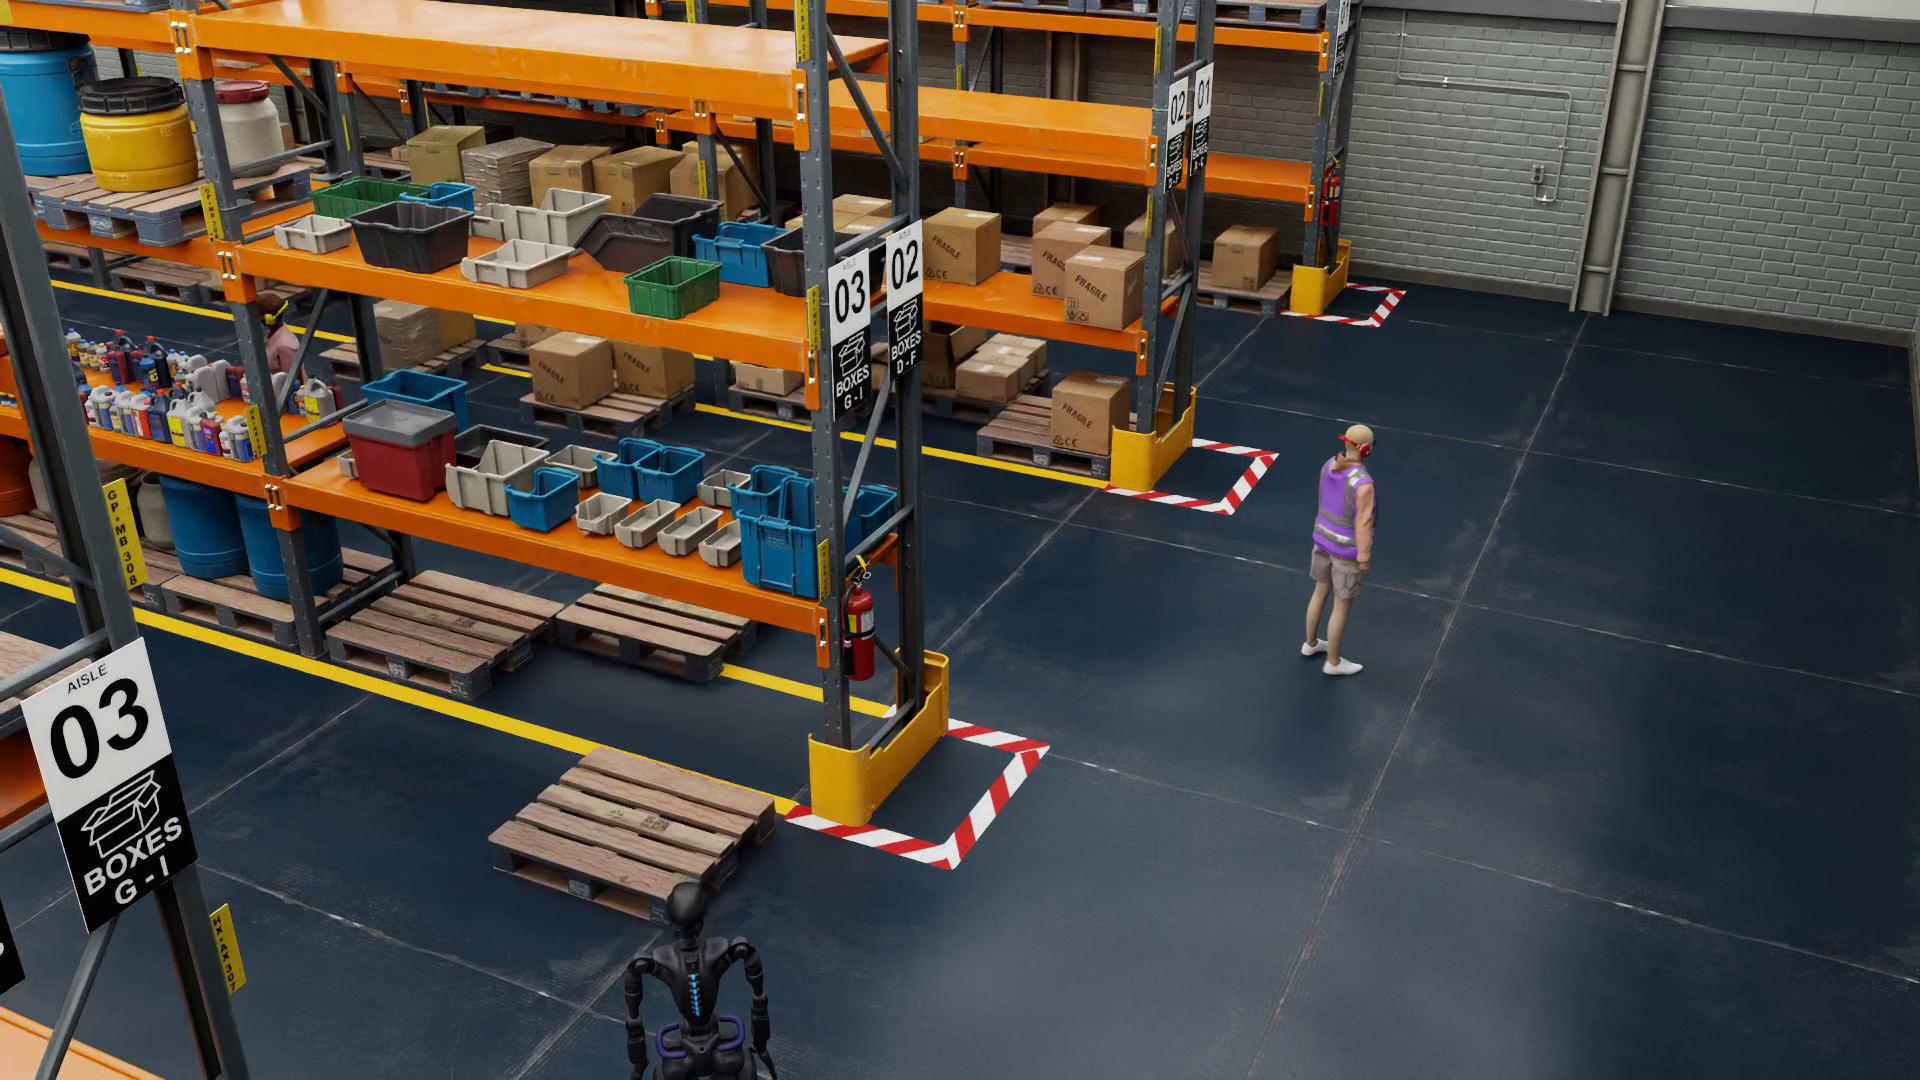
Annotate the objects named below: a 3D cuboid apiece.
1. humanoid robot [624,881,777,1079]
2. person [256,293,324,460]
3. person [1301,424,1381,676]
[{"bbox_3d":[-1.024,2.050,6.546,0.599,1.657,0.315,-6,27,-11],"label":"humanoid robot"},{"bbox_3d":[-5.080,-1.013,12.629,0.336,1.799,0.526,-17,31,-31],"label":"person"},{"bbox_3d":[2.429,0.057,10.590,0.351,1.688,0.489,-11,28,-21],"label":"person"}]
